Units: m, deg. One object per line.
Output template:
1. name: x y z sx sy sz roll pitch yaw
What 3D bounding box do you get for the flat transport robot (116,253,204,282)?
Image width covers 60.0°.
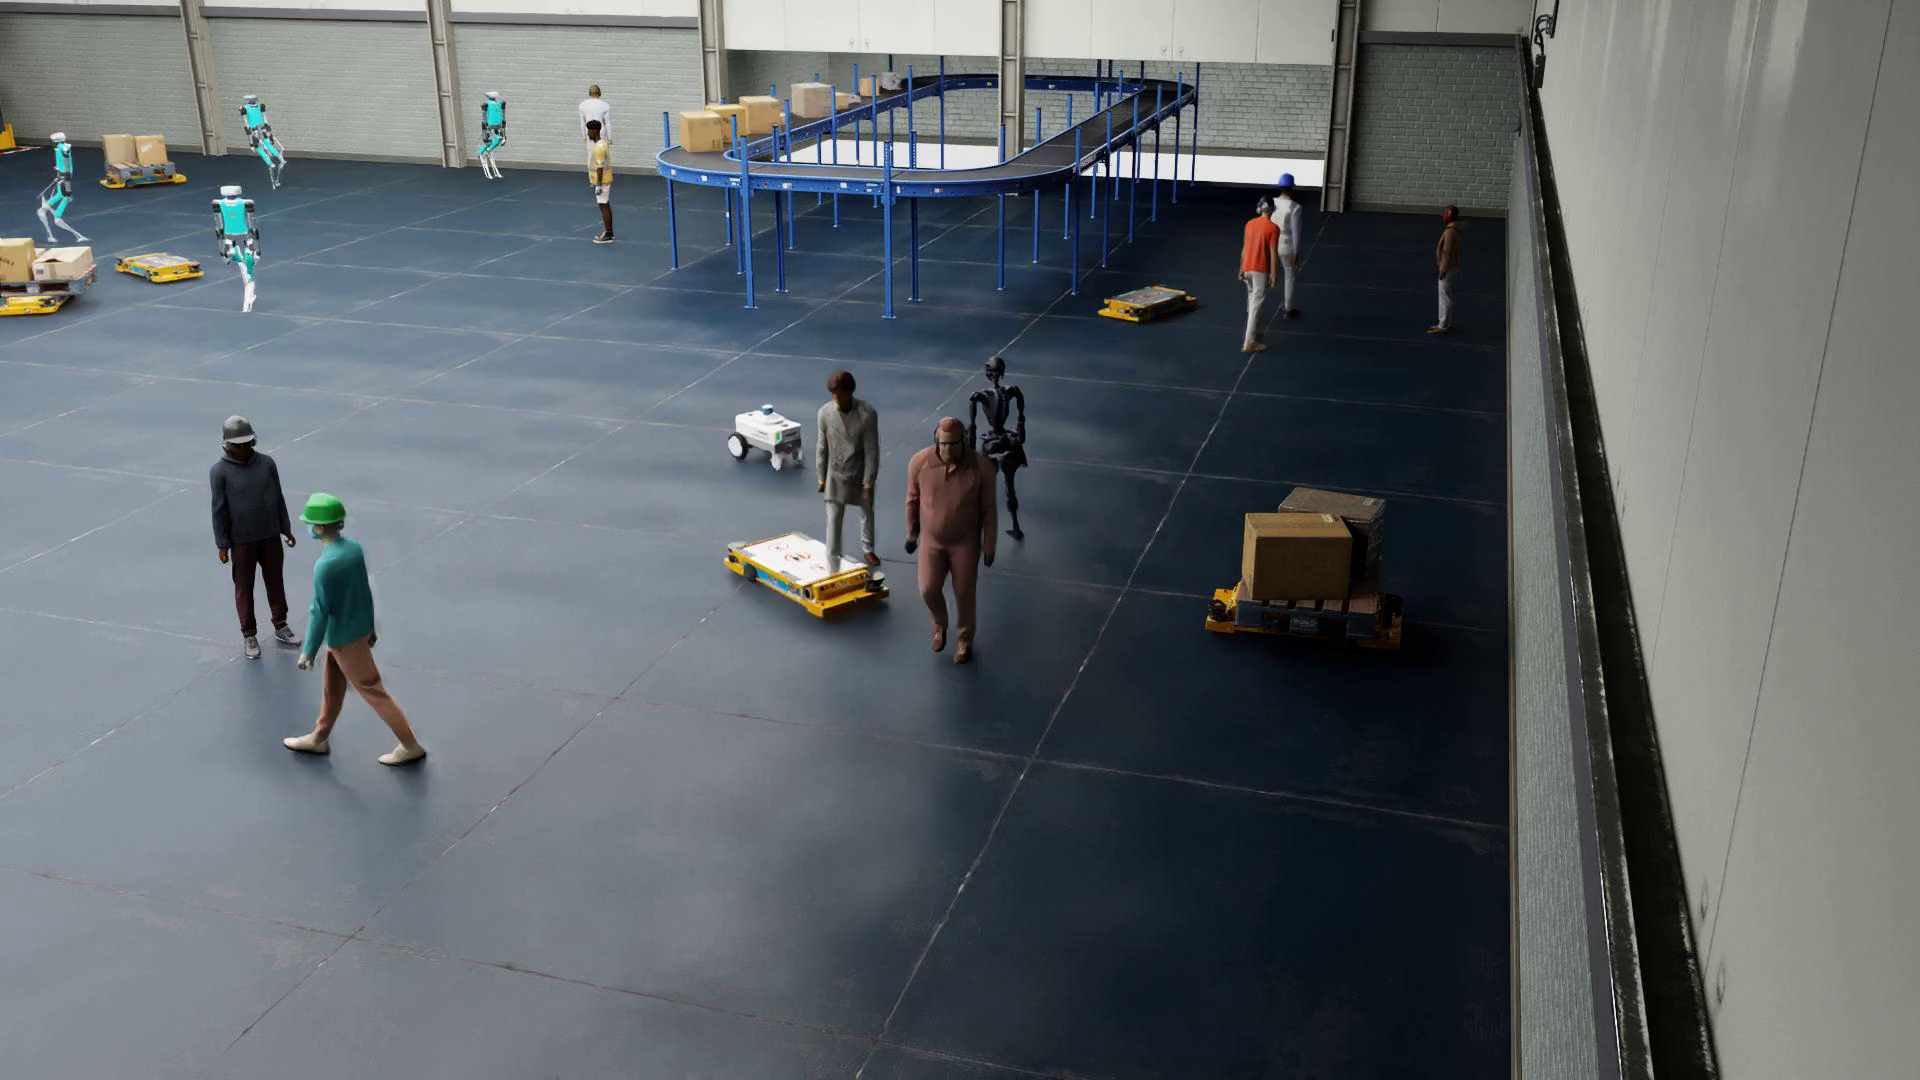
1. flat transport robot: -11.877 -4.043 24.664 1.431 0.231 0.659 17 27 37

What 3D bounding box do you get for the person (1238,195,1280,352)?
1. person: 3.699 -3.313 20.555 0.587 1.864 0.833 19 28 40

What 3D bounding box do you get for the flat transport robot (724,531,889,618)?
1. flat transport robot: -1.263 0.260 13.504 0.659 0.231 1.431 -17 27 -36

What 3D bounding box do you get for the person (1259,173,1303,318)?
1. person: 4.188 -3.842 21.870 0.633 1.916 0.786 19 28 41

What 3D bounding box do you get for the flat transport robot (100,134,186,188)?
1. flat transport robot: -15.993 -7.080 32.542 1.431 0.231 0.659 -16 26 -36

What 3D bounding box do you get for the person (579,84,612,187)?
1. person: -6.996 -7.784 32.070 0.620 1.932 0.369 2 21 5

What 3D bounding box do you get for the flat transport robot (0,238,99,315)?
1. flat transport robot: -12.590 -3.351 22.870 0.659 0.231 1.431 -5 22 -13

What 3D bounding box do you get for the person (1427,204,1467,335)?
1. person: 6.222 -3.444 21.196 0.325 1.647 0.471 10 23 25

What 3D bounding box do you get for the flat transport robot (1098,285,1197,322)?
1. flat transport robot: 2.545 -3.190 22.451 0.659 0.231 1.431 17 27 37

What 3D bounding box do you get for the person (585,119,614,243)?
1. person: -5.802 -5.800 26.878 0.372 1.959 0.602 -2 21 -6

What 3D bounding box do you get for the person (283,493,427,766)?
1. person: -3.899 0.584 10.496 0.971 1.821 0.526 0 21 1

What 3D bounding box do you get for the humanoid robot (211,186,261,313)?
1. humanoid robot: -9.622 -3.913 22.341 0.544 1.749 1.036 -4 21 -10

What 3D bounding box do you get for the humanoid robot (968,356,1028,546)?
1. humanoid robot: 0.326 -0.751 14.194 0.608 1.642 0.413 -11 24 -27

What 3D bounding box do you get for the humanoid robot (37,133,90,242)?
1. humanoid robot: -14.634 -5.632 26.798 0.874 1.786 0.556 -14 25 -32

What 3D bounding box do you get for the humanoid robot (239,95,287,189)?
1. humanoid robot: -13.280 -7.559 31.891 0.816 1.871 0.556 13 25 30

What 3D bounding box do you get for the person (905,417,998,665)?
1. person: -0.073 0.003 11.931 0.710 1.881 0.438 4 22 11

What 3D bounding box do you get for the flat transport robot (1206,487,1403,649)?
1. flat transport robot: 2.643 0.559 12.728 1.431 0.231 0.659 6 22 14

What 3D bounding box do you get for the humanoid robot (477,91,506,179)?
1. humanoid robot: -9.210 -7.920 32.500 0.735 1.673 0.533 17 27 37

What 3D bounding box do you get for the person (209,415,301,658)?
1. person: -5.156 -0.044 12.144 0.555 1.810 0.371 -19 28 -40

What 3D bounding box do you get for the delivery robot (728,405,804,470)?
1. delivery robot: -1.894 -1.044 16.467 0.756 0.580 0.499 20 28 41

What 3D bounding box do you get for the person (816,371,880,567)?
1. person: -0.900 -0.536 13.493 0.529 1.774 0.884 0 21 1
